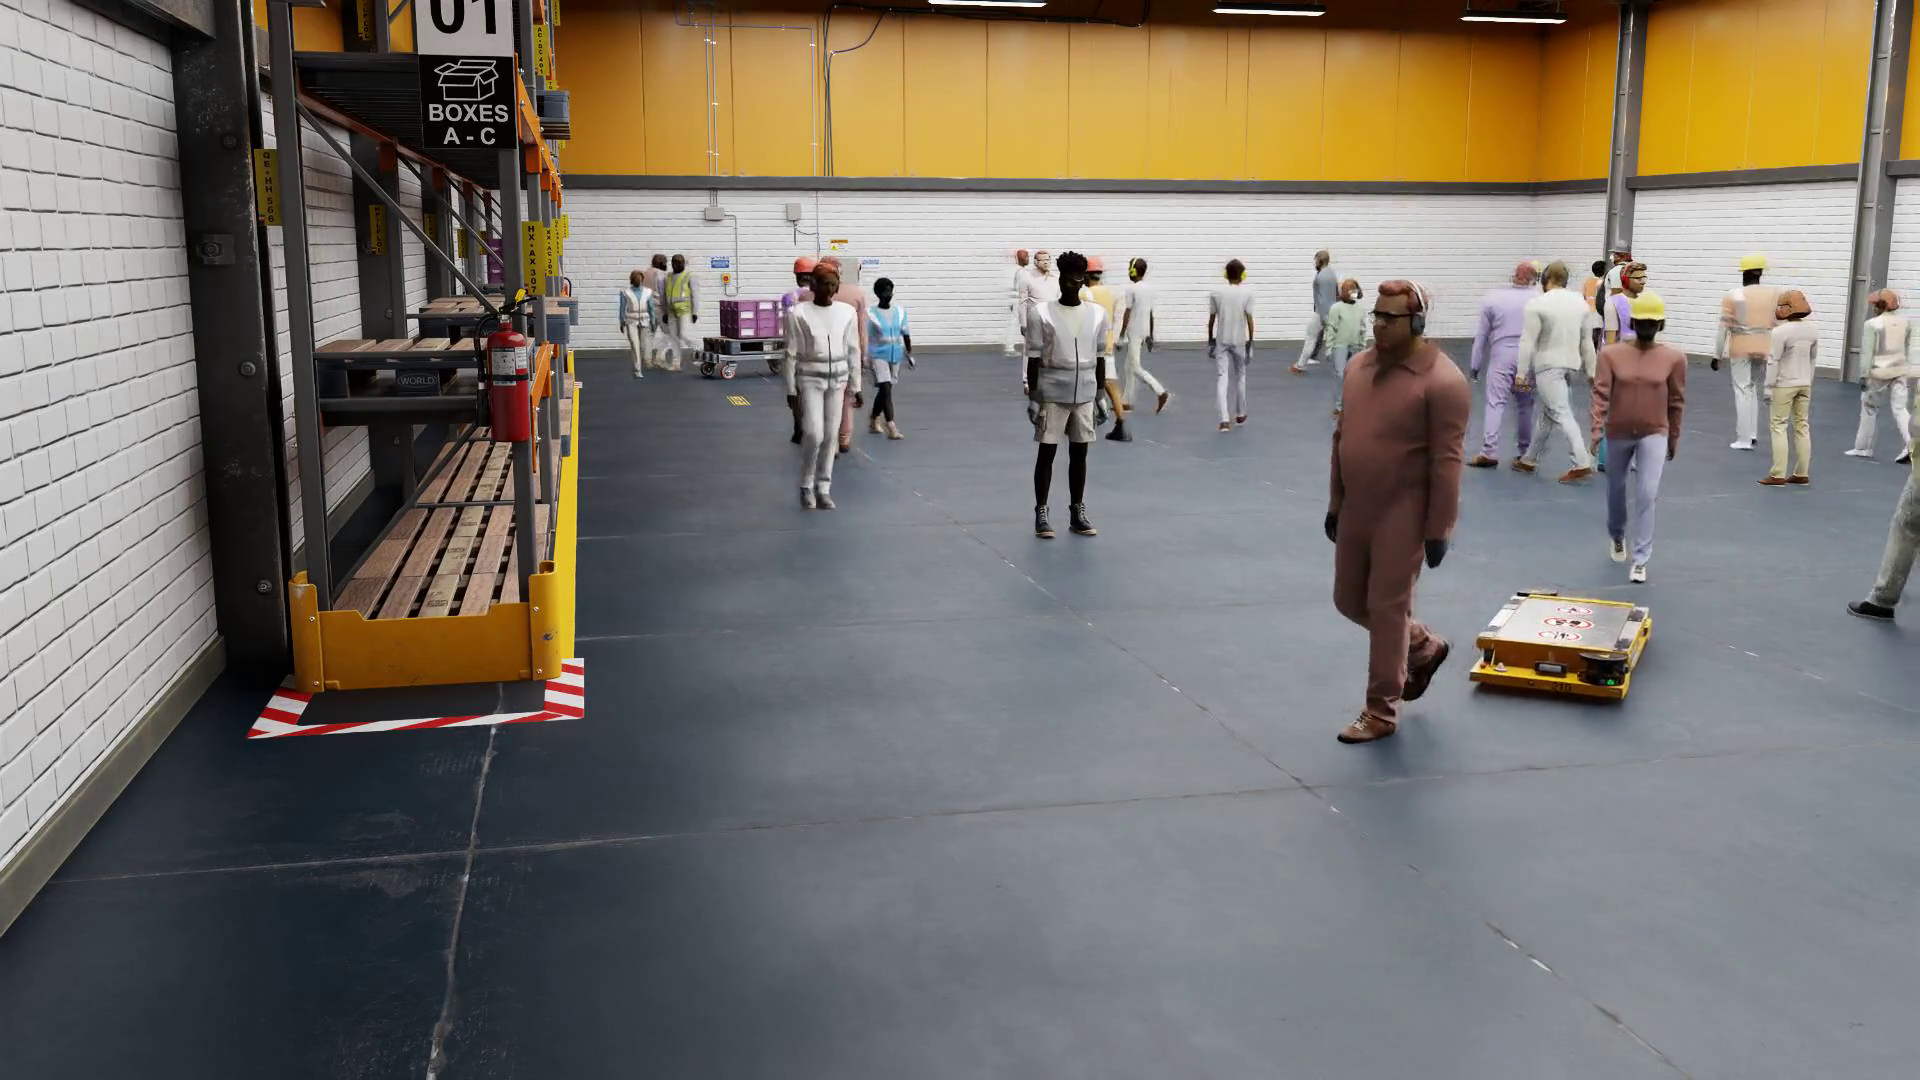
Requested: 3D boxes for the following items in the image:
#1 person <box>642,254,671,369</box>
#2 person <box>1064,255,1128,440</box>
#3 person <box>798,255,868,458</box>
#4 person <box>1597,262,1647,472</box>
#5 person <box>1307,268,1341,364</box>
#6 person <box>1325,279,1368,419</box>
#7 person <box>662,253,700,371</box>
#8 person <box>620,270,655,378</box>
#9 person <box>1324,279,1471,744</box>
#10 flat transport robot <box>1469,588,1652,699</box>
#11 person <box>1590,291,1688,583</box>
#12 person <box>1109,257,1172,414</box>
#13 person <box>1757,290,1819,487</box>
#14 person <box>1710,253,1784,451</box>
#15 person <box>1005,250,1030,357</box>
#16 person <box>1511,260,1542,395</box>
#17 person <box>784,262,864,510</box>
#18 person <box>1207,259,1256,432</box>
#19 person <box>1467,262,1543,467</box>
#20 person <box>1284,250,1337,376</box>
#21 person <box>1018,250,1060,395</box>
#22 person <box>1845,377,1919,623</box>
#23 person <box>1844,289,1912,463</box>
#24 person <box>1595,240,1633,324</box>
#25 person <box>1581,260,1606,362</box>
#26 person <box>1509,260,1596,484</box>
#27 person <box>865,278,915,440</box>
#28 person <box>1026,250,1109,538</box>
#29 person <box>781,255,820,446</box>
[{"bbox_3d":[-4.776,-3.605,26.301,0.433,1.816,0.714,-8,13,-39],"label":"person"},{"bbox_3d":[1.392,-1.970,17.088,0.562,1.884,1.033,-7,13,-35],"label":"person"},{"bbox_3d":[-1.215,-1.729,15.683,0.659,1.882,0.785,-2,10,-10],"label":"person"},{"bbox_3d":[5.823,-1.509,14.606,0.565,1.846,0.390,-9,13,-40],"label":"person"},{"bbox_3d":[6.135,-3.841,27.513,1.022,1.865,0.622,-2,11,-13],"label":"person"},{"bbox_3d":[4.418,-2.186,19.075,0.550,1.600,0.500,-5,11,-26],"label":"person"},{"bbox_3d":[-4.344,-3.548,25.966,0.648,1.830,0.526,7,12,33],"label":"person"},{"bbox_3d":[-4.841,-3.240,24.881,0.522,1.610,0.762,-5,12,-27],"label":"person"},{"bbox_3d":[1.811,-0.128,6.847,0.645,1.884,0.656,-5,12,-28],"label":"person"},{"bbox_3d":[2.914,0.473,7.988,0.652,0.197,1.431,5,11,26],"label":"flat transport robot"},{"bbox_3d":[4.144,-0.656,10.194,0.521,1.734,0.820,5,11,25],"label":"person"},{"bbox_3d":[2.139,-2.400,19.557,0.833,1.848,0.518,7,13,35],"label":"person"},{"bbox_3d":[6.881,-1.252,13.802,0.506,1.627,0.284,-4,11,-21],"label":"person"},{"bbox_3d":[7.662,-1.835,16.233,0.588,1.907,0.583,-1,10,-7],"label":"person"},{"bbox_3d":[1.178,-4.134,29.119,0.873,1.851,0.615,-2,10,-11],"label":"person"},{"bbox_3d":[7.519,-2.802,21.995,0.317,1.767,0.534,-4,11,-21],"label":"person"},{"bbox_3d":[-1.019,-1.148,12.553,0.571,1.866,0.442,-5,11,-26],"label":"person"},{"bbox_3d":[2.924,-2.100,17.934,0.536,1.819,0.971,3,11,17],"label":"person"},{"bbox_3d":[4.996,-1.586,15.081,0.703,1.843,0.942,3,11,18],"label":"person"},{"bbox_3d":[5.471,-3.401,24.999,1.037,1.895,0.628,6,12,31],"label":"person"},{"bbox_3d":[1.076,-2.861,21.925,0.639,1.911,0.406,-5,11,-26],"label":"person"},{"bbox_3d":[5.162,-0.392,8.578,0.602,1.797,0.917,-4,11,-23],"label":"person"},{"bbox_3d":[8.559,-1.512,15.329,0.538,1.598,0.810,-2,10,-11],"label":"person"},{"bbox_3d":[9.532,-3.342,24.222,0.538,2.000,0.688,9,13,40],"label":"person"},{"bbox_3d":[10.610,-3.813,27.785,0.317,1.696,0.540,-3,11,-17],"label":"person"},{"bbox_3d":[5.077,-1.429,14.125,0.680,1.881,1.063,-5,11,-24],"label":"person"},{"bbox_3d":[-0.779,-1.885,17.252,0.538,1.654,0.866,-7,12,-33],"label":"person"},{"bbox_3d":[0.742,-0.998,11.446,0.608,1.963,0.370,-3,11,-18],"label":"person"},{"bbox_3d":[-1.464,-1.848,16.397,0.557,1.899,0.911,-4,11,-21],"label":"person"}]
